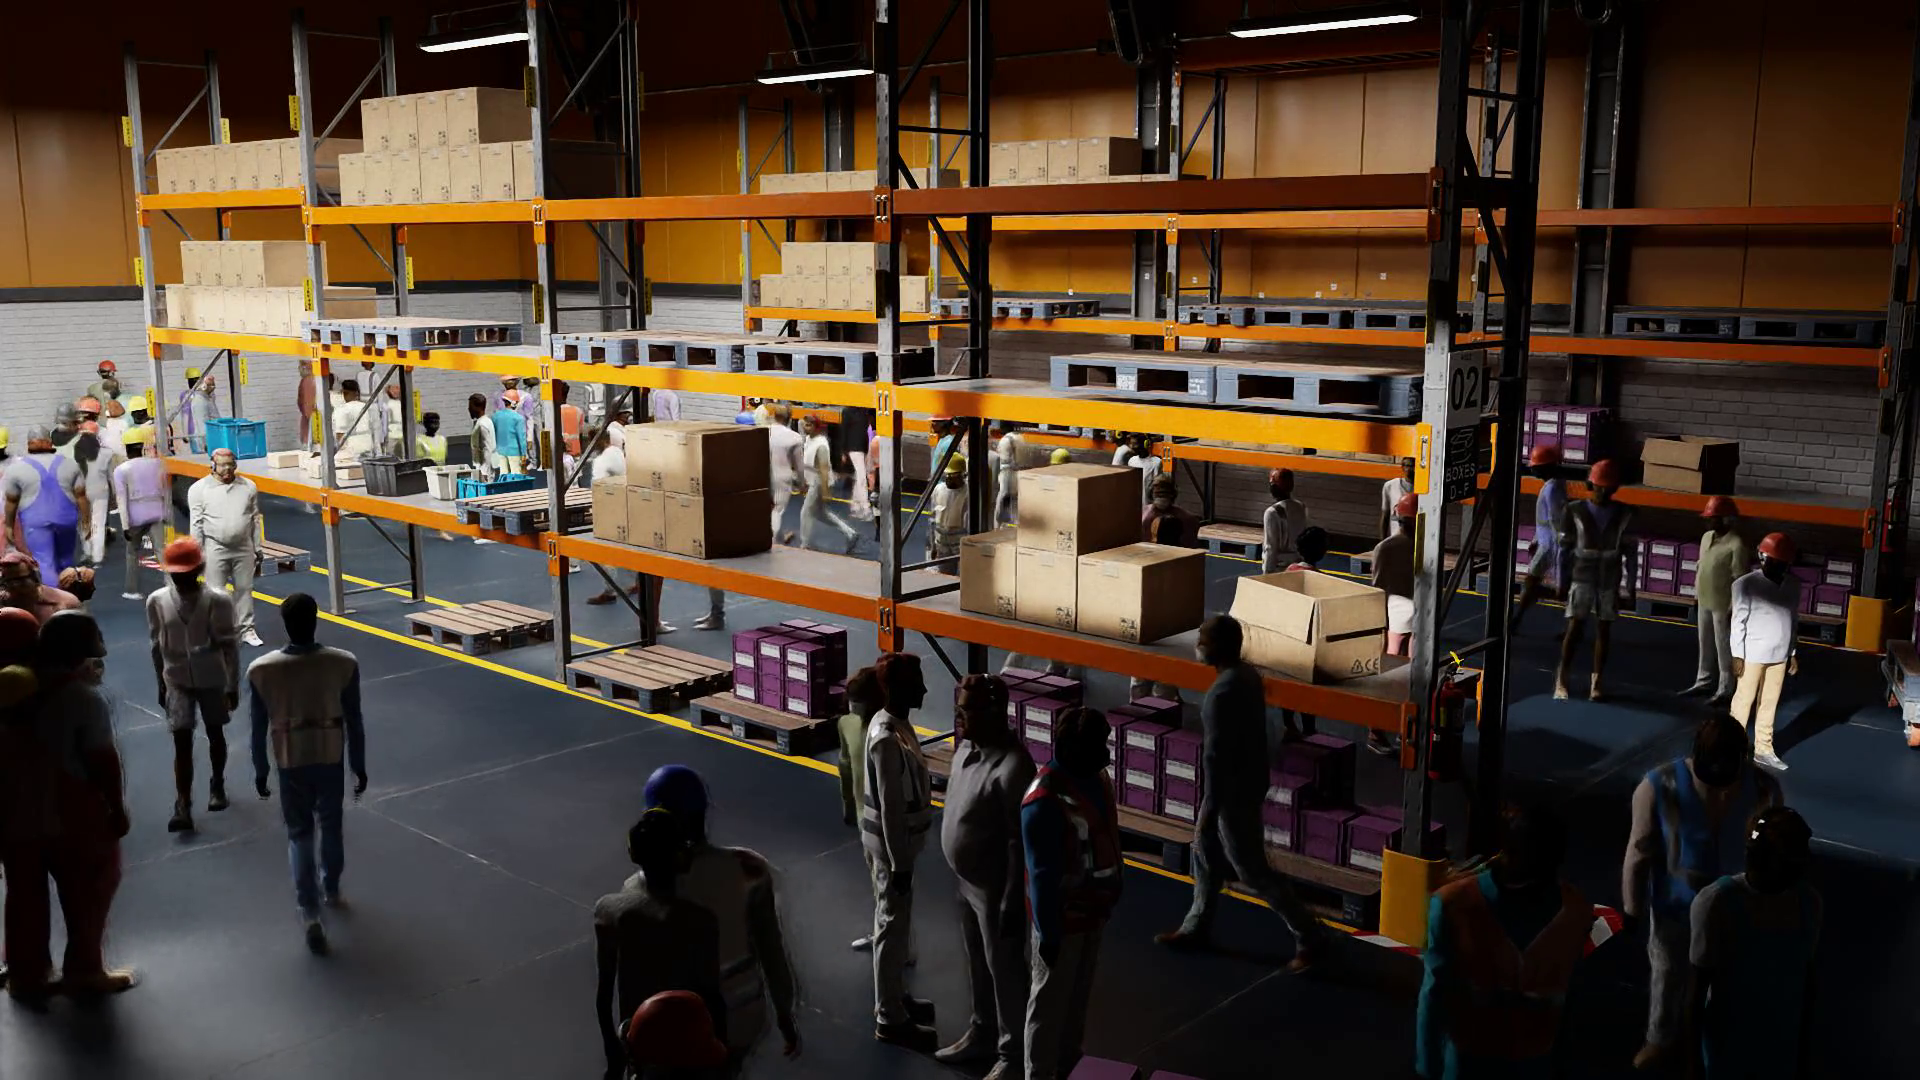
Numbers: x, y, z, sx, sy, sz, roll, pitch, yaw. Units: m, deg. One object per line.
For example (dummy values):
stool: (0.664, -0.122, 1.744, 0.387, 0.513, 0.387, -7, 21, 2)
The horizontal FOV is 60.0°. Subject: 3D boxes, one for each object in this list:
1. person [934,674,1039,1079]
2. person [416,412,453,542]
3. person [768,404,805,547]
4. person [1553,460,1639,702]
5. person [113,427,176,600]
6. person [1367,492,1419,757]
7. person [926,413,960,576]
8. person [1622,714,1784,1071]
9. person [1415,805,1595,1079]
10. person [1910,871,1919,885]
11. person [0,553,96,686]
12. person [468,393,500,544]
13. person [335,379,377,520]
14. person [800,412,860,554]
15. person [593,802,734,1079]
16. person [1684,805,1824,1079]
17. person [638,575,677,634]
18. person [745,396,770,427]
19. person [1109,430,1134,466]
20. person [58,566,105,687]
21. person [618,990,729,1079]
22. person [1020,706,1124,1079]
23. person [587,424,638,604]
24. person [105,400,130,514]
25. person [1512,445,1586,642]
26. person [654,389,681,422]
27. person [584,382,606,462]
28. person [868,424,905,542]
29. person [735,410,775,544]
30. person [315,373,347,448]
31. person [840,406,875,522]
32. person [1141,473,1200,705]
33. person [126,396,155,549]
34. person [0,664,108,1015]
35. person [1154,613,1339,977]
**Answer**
person: (0.112, 1.526, 7.441, 0.399, 1.909, 0.642, -4, 11, -21)
person: (-6.806, -0.816, 21.301, 0.575, 1.679, 0.544, 7, 12, 34)
person: (-2.166, -0.696, 20.085, 0.646, 1.874, 1.061, 3, 11, 18)
person: (5.272, 0.355, 13.734, 0.618, 2.028, 0.581, 2, 10, 10)
person: (-8.610, -0.251, 17.585, 0.976, 1.890, 0.582, 8, 13, 39)
person: (3.308, 0.619, 12.359, 0.621, 1.986, 0.409, -6, 12, -30)
person: (-0.188, -0.501, 18.516, 0.373, 2.042, 0.614, -1, 10, -6)
person: (3.255, 1.615, 7.336, 0.649, 1.789, 0.817, 3, 10, 14)
person: (1.930, 1.804, 6.015, 0.602, 1.868, 0.982, 1, 10, 4)
person: (5.849, 1.210, 9.548, 0.405, 1.802, 0.633, 1, 10, 4)
person: (-5.761, 1.007, 10.421, 0.658, 1.890, 0.451, -6, 12, -31)
person: (-6.061, -0.914, 21.208, 0.376, 1.916, 0.600, -3, 11, -18)
person: (-8.346, -1.251, 23.046, 0.465, 1.945, 0.702, 6, 12, 31)
person: (-1.657, -0.664, 20.138, 0.849, 1.809, 0.590, -3, 10, -14)
person: (-1.021, 1.828, 5.835, 0.518, 1.874, 0.327, 3, 10, 17)
person: (2.829, 1.822, 5.970, 0.509, 1.839, 0.337, -1, 10, -8)
person: (-3.004, -0.025, 16.221, 0.411, 1.906, 0.602, -6, 12, -31)
person: (-2.957, -1.378, 24.341, 0.354, 1.737, 0.577, -2, 10, -14)
person: (1.809, -0.436, 18.679, 0.310, 1.860, 0.500, 2, 10, 9)
person: (-5.948, 0.989, 11.261, 0.313, 1.634, 0.514, -6, 12, -32)
person: (-0.818, 2.092, 4.719, 0.355, 1.740, 0.571, -1, 10, -5)
person: (0.491, 1.608, 7.204, 0.431, 1.835, 0.623, 5, 11, 27)
person: (-3.635, -0.287, 17.709, 0.564, 1.910, 0.842, 2, 10, 10)
person: (-11.827, -1.160, 23.402, 0.507, 1.632, 0.268, 6, 12, 32)
person: (5.618, 0.031, 15.983, 0.975, 1.880, 0.565, 6, 12, 30)
person: (-4.396, -1.630, 25.166, 0.406, 1.948, 0.605, -8, 13, -37)
person: (-6.407, -2.191, 29.238, 0.312, 1.632, 0.519, 6, 12, 31)
person: (-0.911, -0.912, 21.187, 0.391, 1.925, 0.550, 9, 13, 41)
person: (-2.388, -0.524, 18.992, 0.446, 1.930, 0.662, 9, 13, 41)
person: (-9.429, -1.565, 24.930, 0.459, 1.901, 0.600, 5, 11, 26)
person: (-1.260, -1.220, 22.855, 0.612, 1.952, 0.955, -10, 14, -43)
person: (1.649, 0.407, 13.681, 0.637, 1.936, 0.355, -1, 10, -4)
person: (-10.182, -0.851, 20.869, 0.392, 1.915, 0.593, -5, 11, -25)
person: (-4.543, 1.460, 8.239, 0.528, 1.767, 0.326, -7, 12, -34)
person: (1.518, 1.320, 8.655, 0.948, 1.903, 0.623, 3, 11, 17)
